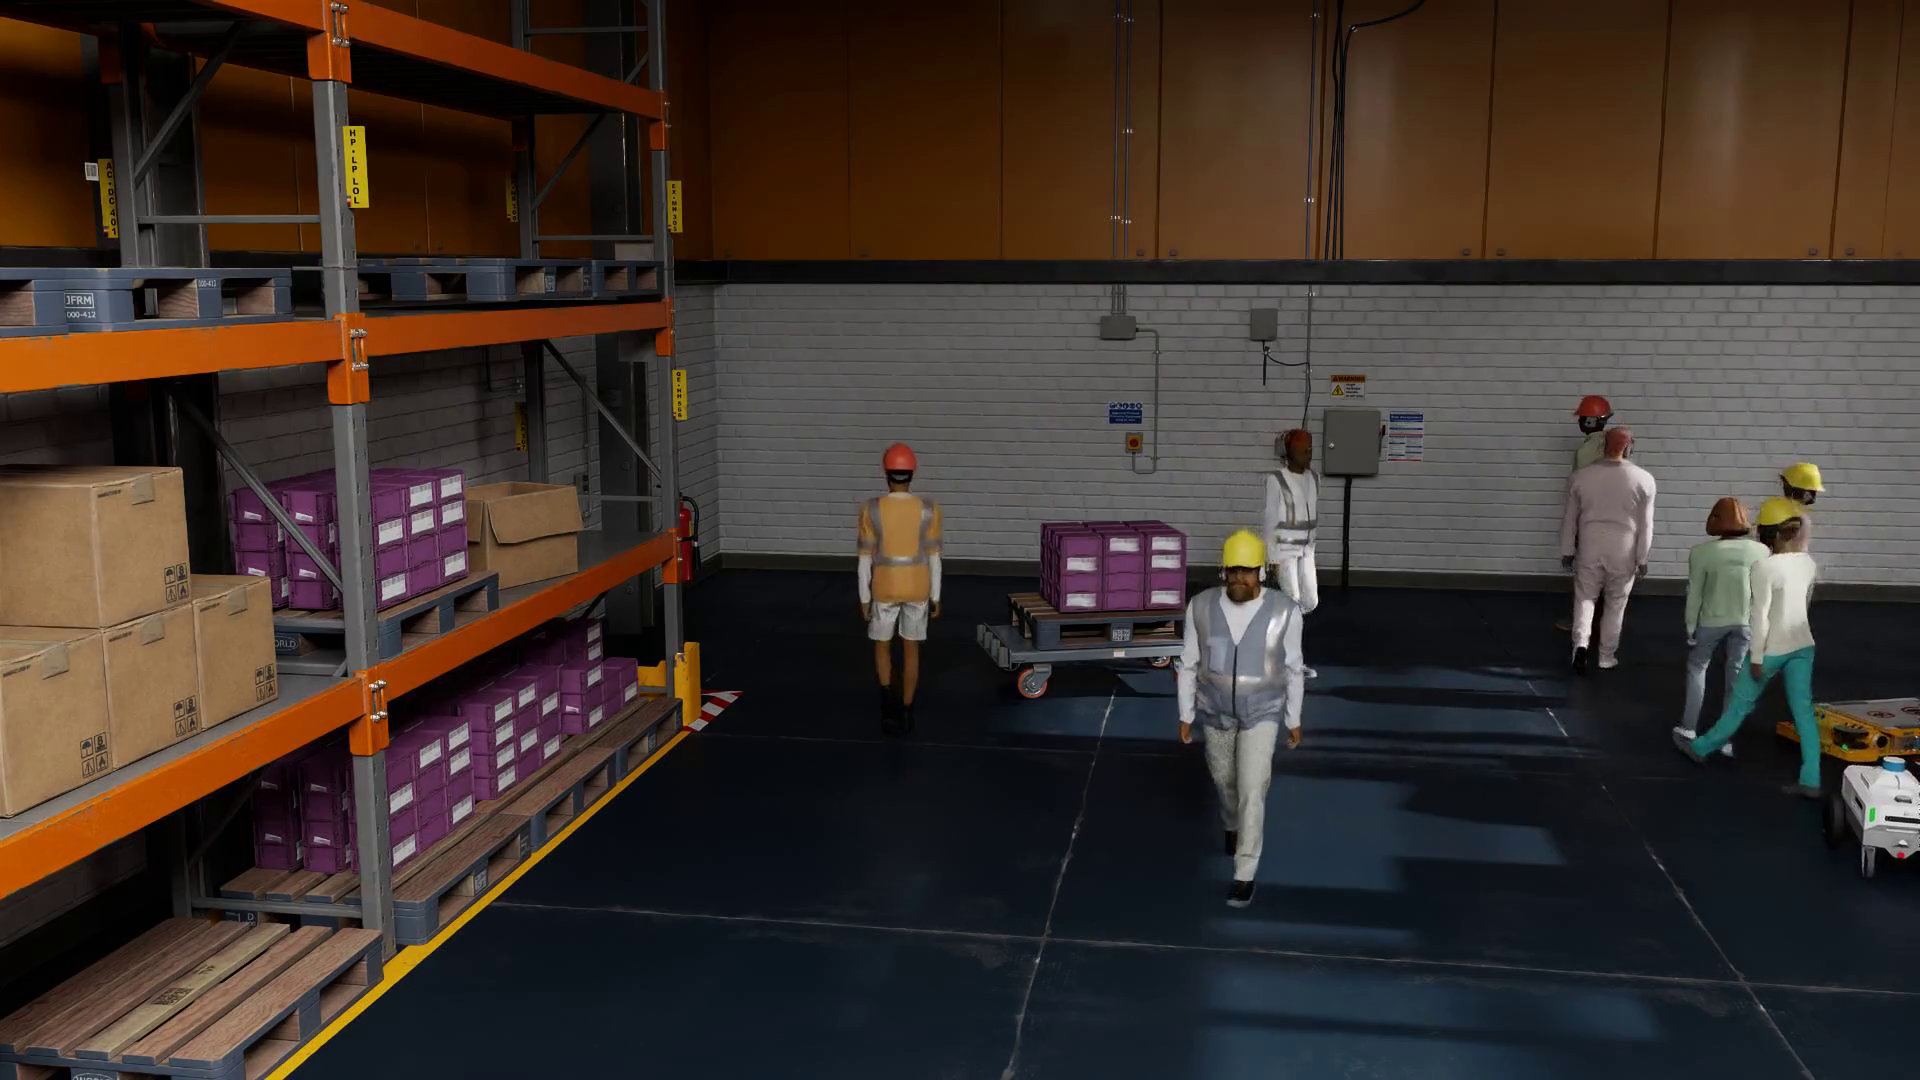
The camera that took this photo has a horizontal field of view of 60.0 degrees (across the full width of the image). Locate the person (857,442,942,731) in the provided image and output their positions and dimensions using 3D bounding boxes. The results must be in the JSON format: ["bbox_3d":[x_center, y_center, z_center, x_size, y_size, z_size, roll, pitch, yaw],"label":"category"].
[{"bbox_3d":[-0.387,0.333,10.815,0.555,1.923,0.553,-1,9,-3],"label":"person"}]

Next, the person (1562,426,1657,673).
[{"bbox_3d":[4.844,0.090,12.466,0.648,1.883,0.736,5,11,29],"label":"person"}]

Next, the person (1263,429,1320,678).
[{"bbox_3d":[2.452,0.086,12.494,0.572,1.870,0.568,-7,12,-37],"label":"person"}]

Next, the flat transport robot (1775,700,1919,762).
[{"bbox_3d":[6.046,1.191,10.593,1.431,0.197,0.652,-2,9,-12],"label":"flat transport robot"}]

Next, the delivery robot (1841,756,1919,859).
[{"bbox_3d":[4.736,1.347,8.467,0.477,0.478,0.707,3,10,18],"label":"delivery robot"}]

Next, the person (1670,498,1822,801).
[{"bbox_3d":[4.698,0.606,9.729,0.543,1.713,0.944,-4,10,-21],"label":"person"}]

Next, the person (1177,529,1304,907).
[{"bbox_3d":[1.396,0.813,8.255,0.606,1.801,0.882,3,10,20],"label":"person"}]

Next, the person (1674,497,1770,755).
[{"bbox_3d":[4.821,0.528,10.548,0.518,1.617,0.579,1,9,9],"label":"person"}]

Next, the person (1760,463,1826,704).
[{"bbox_3d":[5.615,0.345,11.314,0.557,1.734,0.623,-1,9,-4],"label":"person"}]

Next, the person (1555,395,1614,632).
[{"bbox_3d":[5.303,-0.224,14.011,0.376,1.997,0.612,8,12,41],"label":"person"}]
